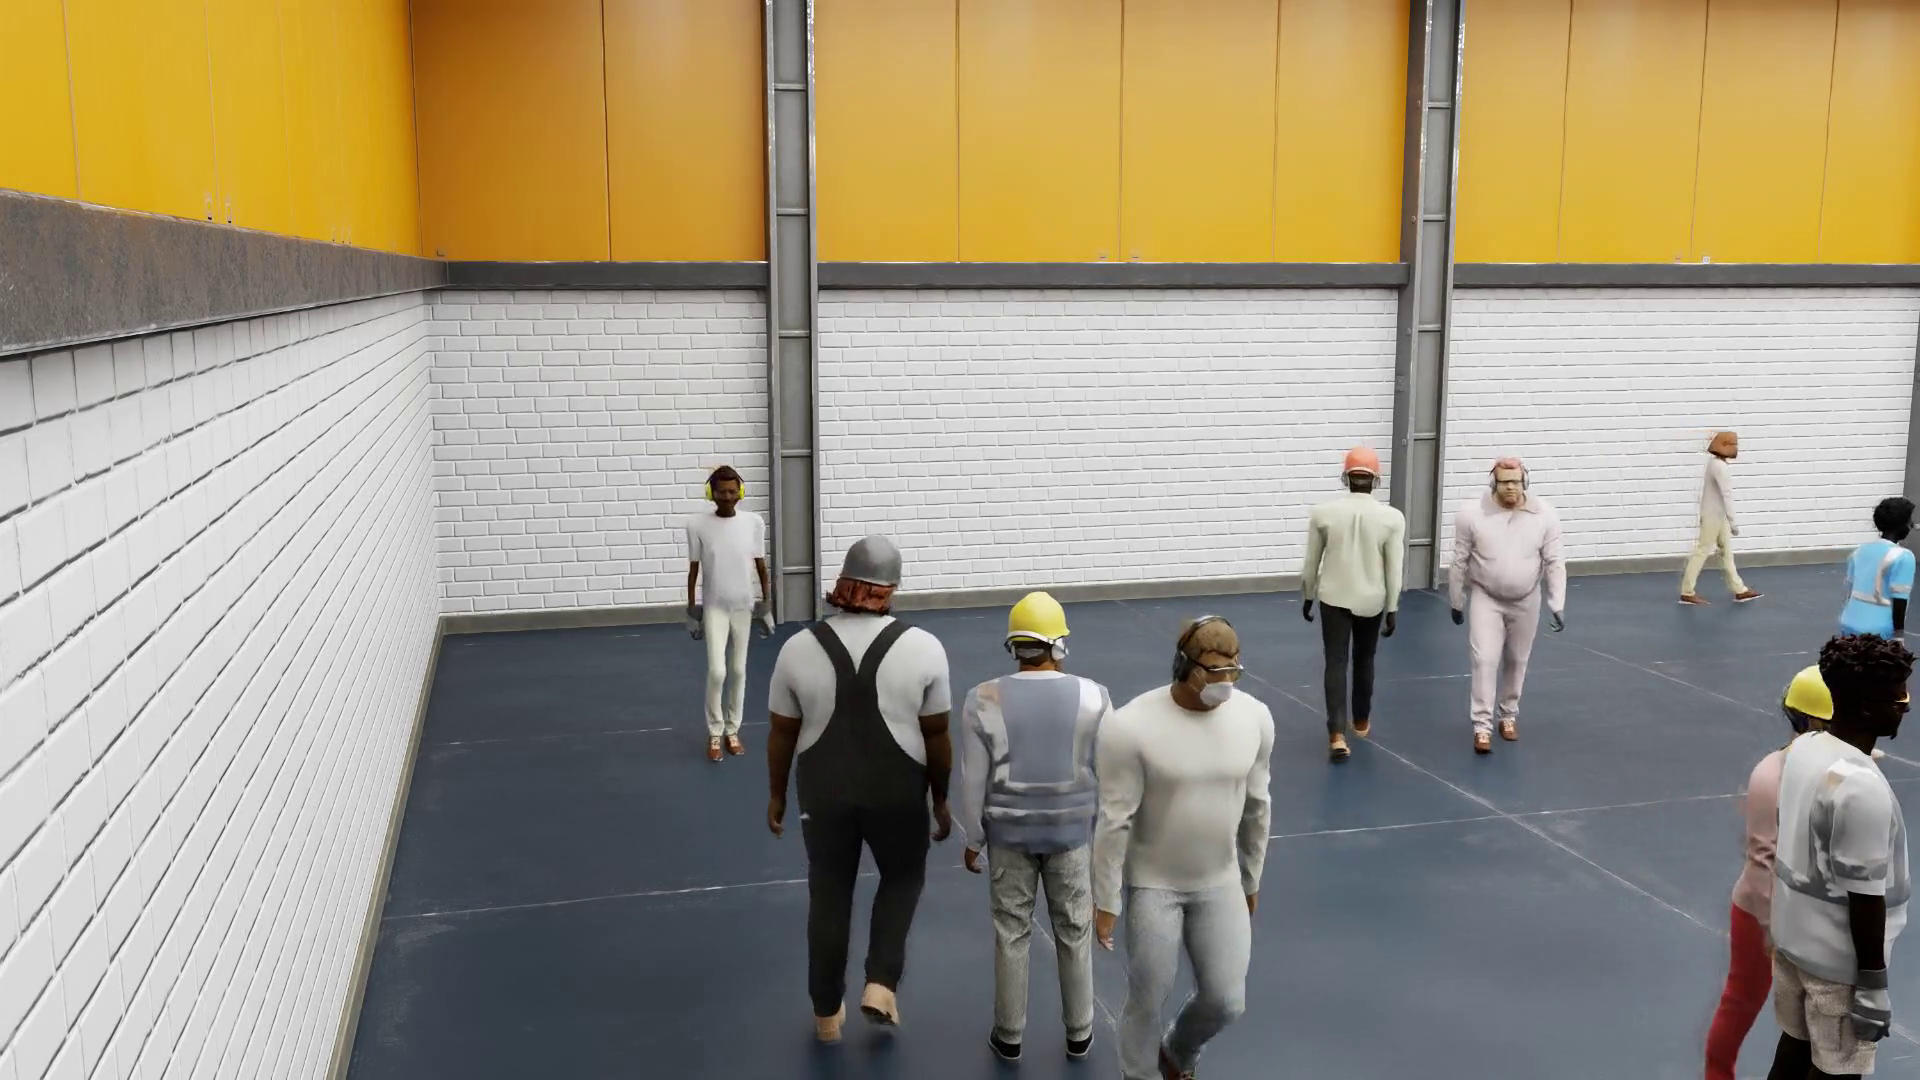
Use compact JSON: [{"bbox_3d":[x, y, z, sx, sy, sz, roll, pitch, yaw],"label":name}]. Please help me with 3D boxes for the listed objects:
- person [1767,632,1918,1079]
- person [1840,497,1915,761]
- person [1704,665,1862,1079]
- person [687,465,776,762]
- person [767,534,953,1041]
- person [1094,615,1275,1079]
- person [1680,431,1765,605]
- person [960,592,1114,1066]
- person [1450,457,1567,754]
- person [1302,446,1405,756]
[{"bbox_3d":[2.689,1.243,5.096,0.367,1.966,0.605,1,9,7],"label":"person"},{"bbox_3d":[5.560,0.563,10.223,0.516,1.674,0.550,0,9,-3],"label":"person"},{"bbox_3d":[2.885,1.278,5.575,0.545,1.734,0.796,-5,10,-27],"label":"person"},{"bbox_3d":[-1.415,0.459,10.370,0.513,1.852,0.573,-4,10,-21],"label":"person"},{"bbox_3d":[-0.398,0.965,6.598,0.766,2.000,0.539,1,9,6],"label":"person"},{"bbox_3d":[0.748,1.176,5.657,0.658,1.917,0.462,-2,9,-12],"label":"person"},{"bbox_3d":[6.996,-0.187,15.139,0.801,1.595,0.528,2,9,14],"label":"person"},{"bbox_3d":[0.295,1.107,6.370,0.591,1.829,0.404,0,9,-2],"label":"person"},{"bbox_3d":[3.480,0.418,10.556,0.668,1.870,0.888,1,9,9],"label":"person"},{"bbox_3d":[2.487,0.377,10.578,0.623,1.953,1.005,2,9,13],"label":"person"}]
